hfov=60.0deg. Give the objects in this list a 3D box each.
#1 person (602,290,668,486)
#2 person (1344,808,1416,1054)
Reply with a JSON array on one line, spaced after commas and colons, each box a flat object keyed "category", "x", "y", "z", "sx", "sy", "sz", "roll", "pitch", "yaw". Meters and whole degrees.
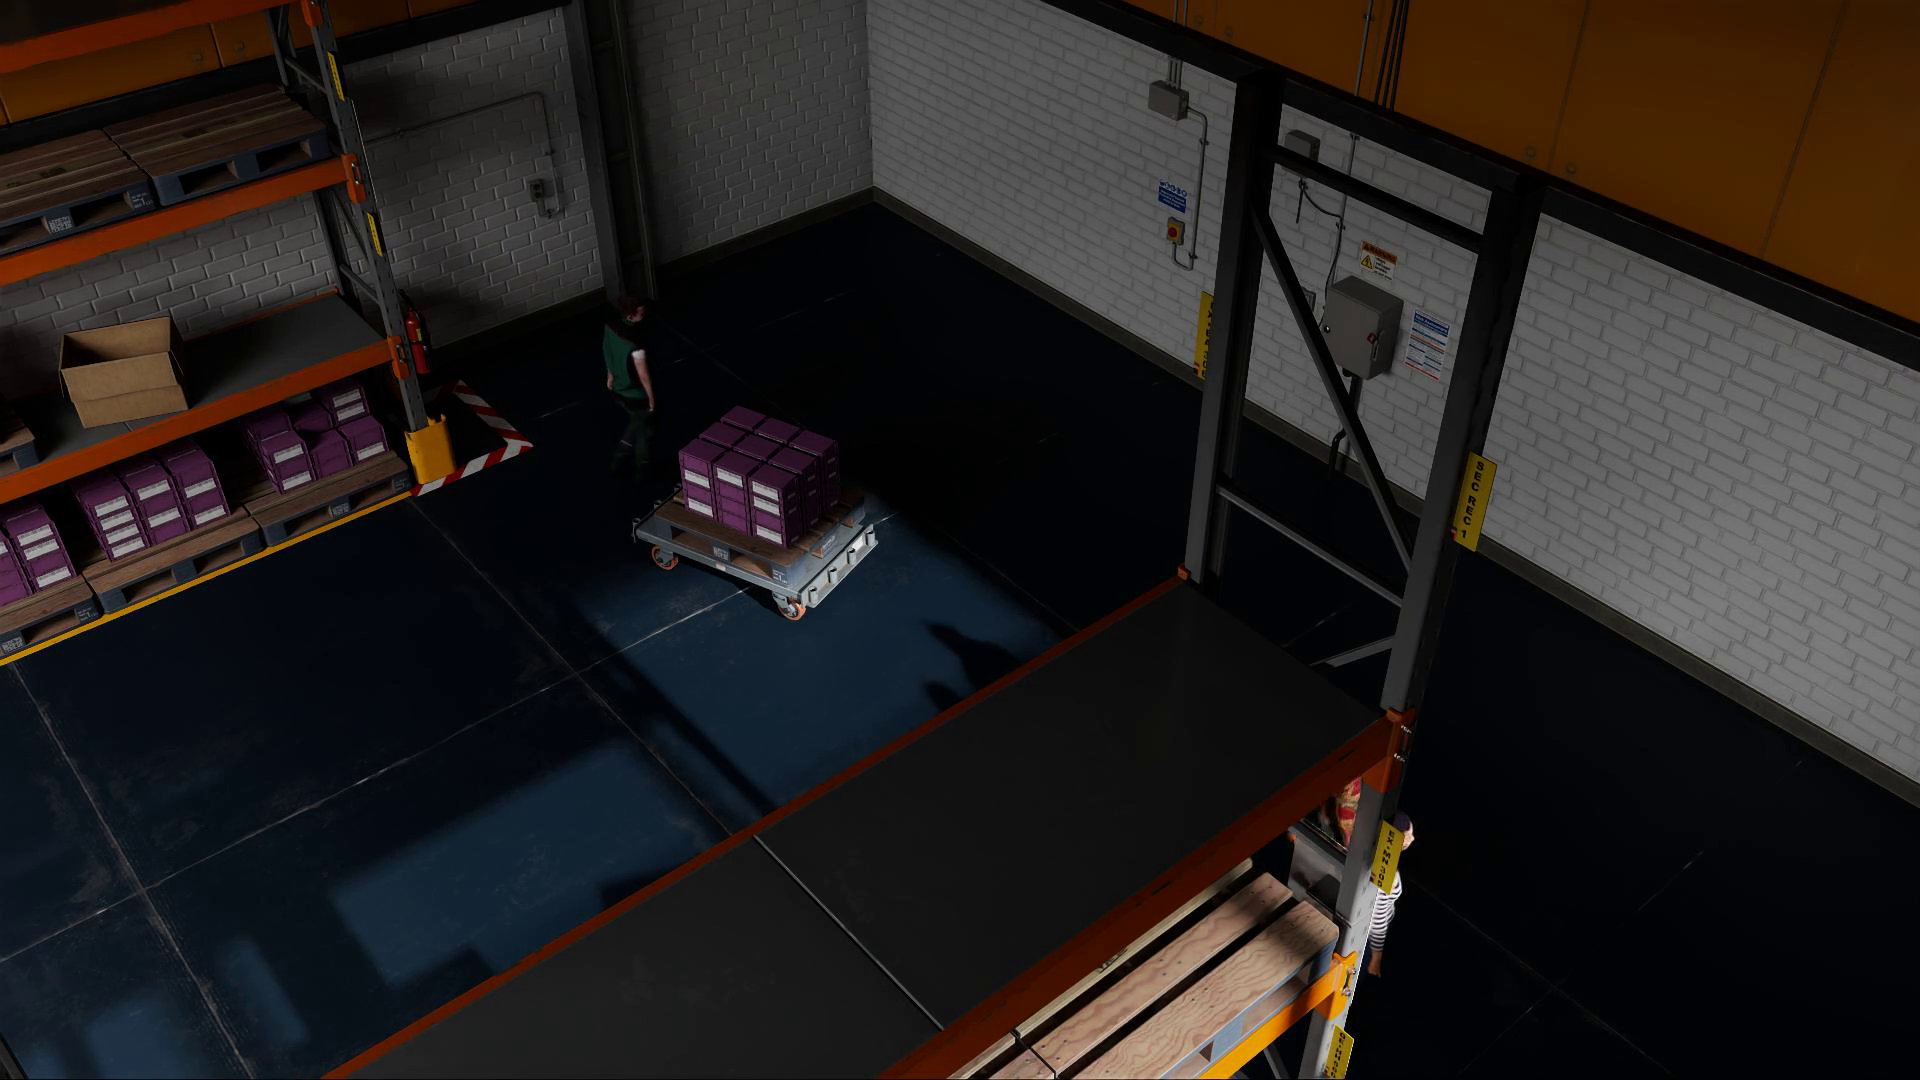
[{"category": "person", "x": -2.544, "y": -1.112, "z": 12.769, "sx": 0.687, "sy": 1.811, "sz": 0.735, "roll": 29, "pitch": 47, "yaw": 32}, {"category": "person", "x": 2.139, "y": 2.056, "z": 8.814, "sx": 0.705, "sy": 1.795, "sz": 0.665, "roll": 0, "pitch": 39, "yaw": 0}]
